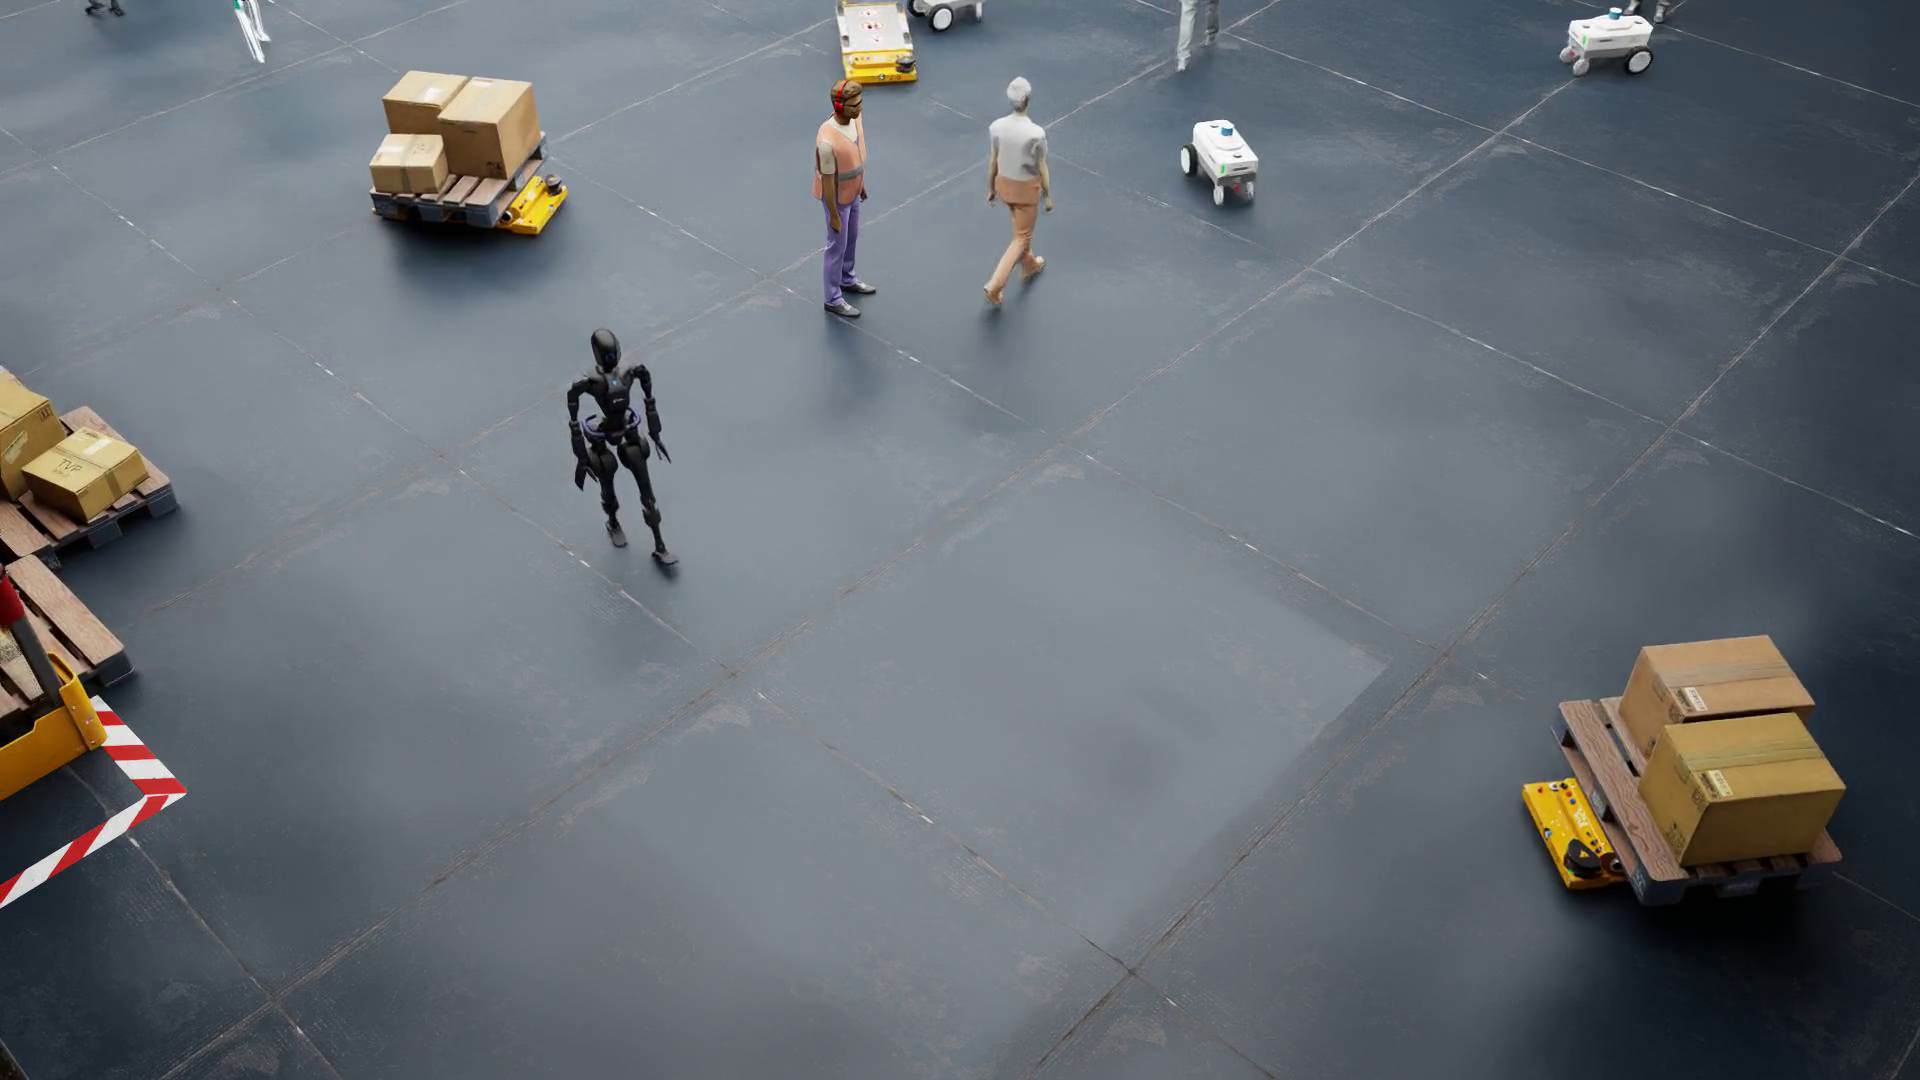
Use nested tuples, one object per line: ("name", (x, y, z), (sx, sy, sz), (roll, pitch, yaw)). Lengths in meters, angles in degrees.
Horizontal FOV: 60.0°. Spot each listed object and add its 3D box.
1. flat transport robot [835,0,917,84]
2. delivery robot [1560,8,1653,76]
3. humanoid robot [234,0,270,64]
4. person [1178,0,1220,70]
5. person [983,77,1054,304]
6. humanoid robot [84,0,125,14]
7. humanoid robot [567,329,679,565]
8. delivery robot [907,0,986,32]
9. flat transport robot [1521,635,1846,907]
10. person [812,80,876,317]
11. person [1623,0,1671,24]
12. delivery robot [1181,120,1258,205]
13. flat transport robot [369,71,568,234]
("flat transport robot", (-0.812, -4.750, 15.805), (0.659, 0.231, 1.431), (-5, 42, -6))
("delivery robot", (6.065, -4.648, 15.492), (0.790, 0.614, 0.499), (-7, 42, -7))
("humanoid robot", (-6.693, -5.348, 15.386), (0.542, 1.782, 0.896), (-26, 48, -26))
("person", (2.257, -5.242, 15.283), (0.500, 1.689, 0.923), (12, 43, 13))
("person", (0.411, -2.568, 12.303), (0.480, 1.707, 0.815), (25, 48, 25))
("humanoid robot", (-8.499, -5.898, 16.029), (0.458, 1.644, 0.607), (30, 50, 29))
("humanoid robot", (-2.054, -0.542, 10.081), (0.601, 1.640, 0.671), (-22, 47, -23))
("delivery robot", (-0.116, -5.317, 16.235), (0.784, 0.612, 0.525), (-21, 46, -22))
("flat transport robot", (3.818, 1.480, 8.882), (1.431, 0.231, 0.659), (-5, 42, -6))
("person", (-0.864, -2.507, 12.145), (0.391, 1.836, 0.559), (13, 44, 14))
("person", (6.798, -5.898, 15.914), (0.566, 1.834, 0.404), (20, 46, 21))
("delivery robot", (2.192, -3.191, 13.873), (0.499, 0.614, 0.815), (-10, 43, -11))
("flat transport robot", (-4.029, -2.820, 13.660), (1.431, 0.231, 0.659), (8, 43, 9))
